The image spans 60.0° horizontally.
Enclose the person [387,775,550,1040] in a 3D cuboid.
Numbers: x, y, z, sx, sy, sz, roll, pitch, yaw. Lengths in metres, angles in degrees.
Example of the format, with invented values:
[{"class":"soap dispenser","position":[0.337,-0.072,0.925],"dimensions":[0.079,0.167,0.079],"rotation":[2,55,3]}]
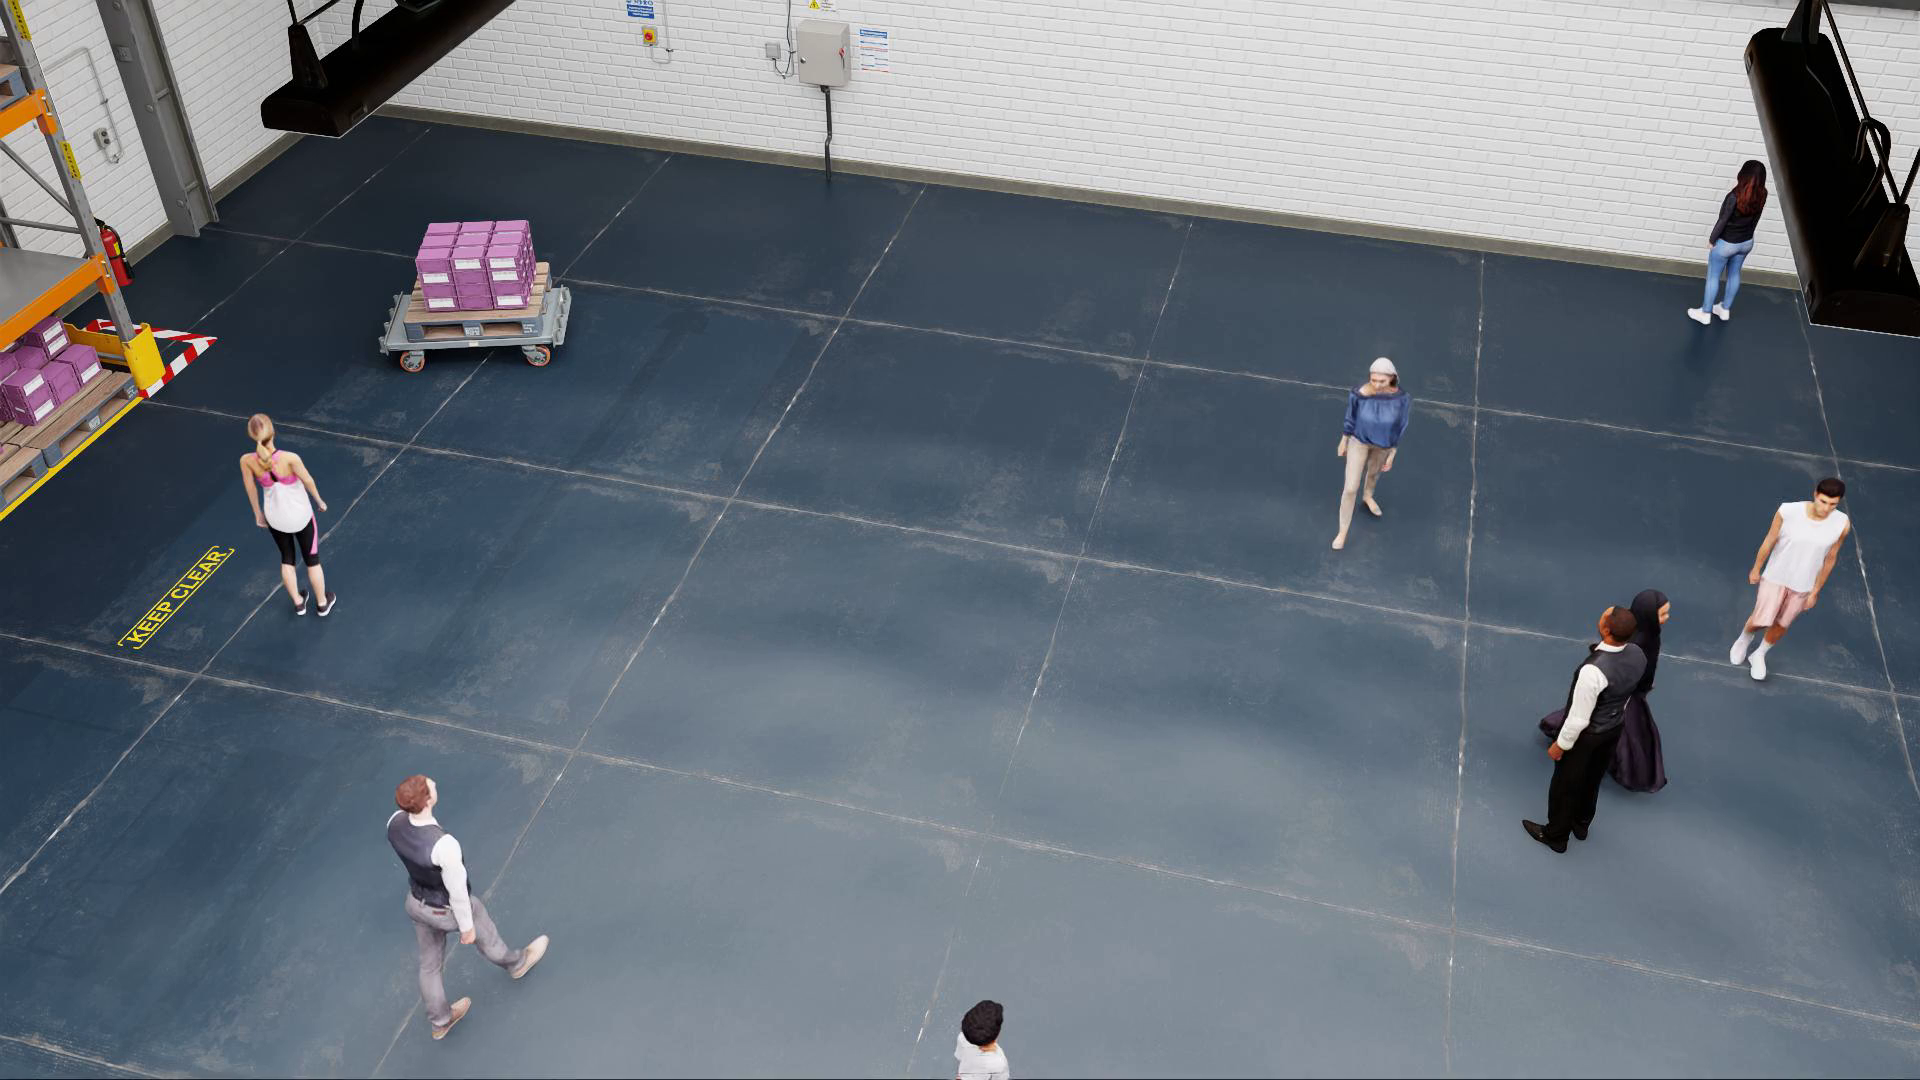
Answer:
[{"class":"person","position":[-2.951,2.094,9.258],"dimensions":[0.874,1.905,1.156],"rotation":[20,43,23]}]

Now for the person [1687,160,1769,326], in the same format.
[{"class":"person","position":[7.258,-2.800,15.607],"dimensions":[0.710,1.630,0.724],"rotation":[-10,40,-13]}]

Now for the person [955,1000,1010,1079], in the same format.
[{"class":"person","position":[0.084,2.907,8.763],"dimensions":[0.651,1.252,0.750],"rotation":[32,48,33]}]

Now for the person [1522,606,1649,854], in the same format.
[{"class":"person","position":[3.934,1.186,10.385],"dimensions":[0.769,1.916,0.833],"rotation":[-20,43,-24]}]

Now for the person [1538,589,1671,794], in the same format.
[{"class":"person","position":[4.302,0.918,10.978],"dimensions":[0.961,1.595,1.145],"rotation":[25,45,28]}]

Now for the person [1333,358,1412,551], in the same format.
[{"class":"person","position":[3.233,-0.770,13.056],"dimensions":[0.726,1.640,1.055],"rotation":[-1,39,-1]}]

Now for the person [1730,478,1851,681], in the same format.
[{"class":"person","position":[5.868,0.209,11.724],"dimensions":[0.651,1.772,0.679],"rotation":[14,41,17]}]

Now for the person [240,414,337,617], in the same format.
[{"class":"person","position":[-4.895,-0.136,12.149],"dimensions":[0.694,1.783,0.682],"rotation":[-3,39,-3]}]
